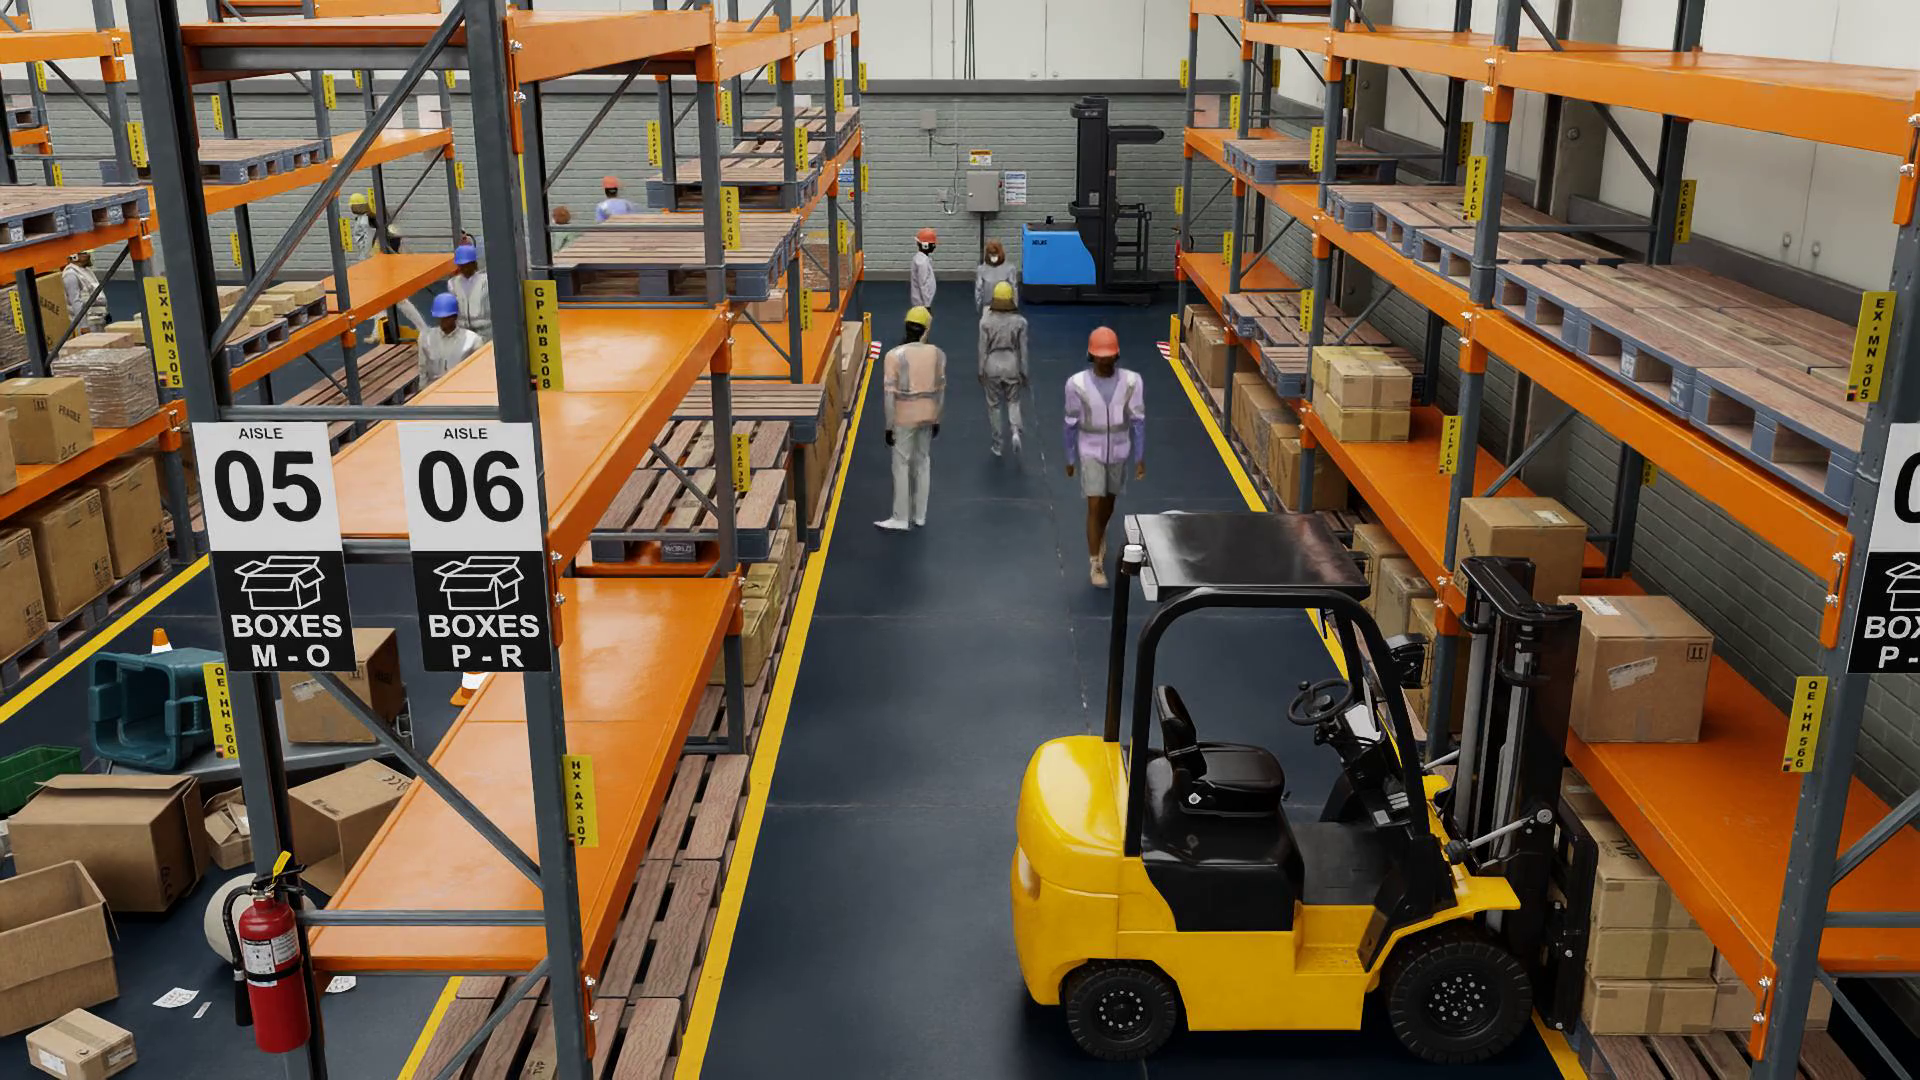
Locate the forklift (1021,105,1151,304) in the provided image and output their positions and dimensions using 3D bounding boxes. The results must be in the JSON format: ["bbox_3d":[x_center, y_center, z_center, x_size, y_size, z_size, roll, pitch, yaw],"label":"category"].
[{"bbox_3d":[1.857,-4.944,24.441,1.873,2.768,1.129,0,18,0],"label":"forklift"}]

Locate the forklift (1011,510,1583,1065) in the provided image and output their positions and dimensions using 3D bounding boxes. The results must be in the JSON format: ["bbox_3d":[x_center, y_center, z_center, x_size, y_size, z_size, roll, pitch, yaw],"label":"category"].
[{"bbox_3d":[1.387,1.055,7.378,2.313,2.155,1.214,0,18,0],"label":"forklift"}]

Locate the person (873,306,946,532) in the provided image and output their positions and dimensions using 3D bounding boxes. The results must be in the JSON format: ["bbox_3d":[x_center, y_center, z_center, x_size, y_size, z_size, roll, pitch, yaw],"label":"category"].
[{"bbox_3d":[-0.426,-1.022,14.156,0.718,1.879,0.481,-12,22,-33],"label":"person"}]

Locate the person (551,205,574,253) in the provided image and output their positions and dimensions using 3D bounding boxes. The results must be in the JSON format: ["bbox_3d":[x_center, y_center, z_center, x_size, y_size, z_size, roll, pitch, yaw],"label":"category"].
[{"bbox_3d":[-5.439,-3.820,23.024,0.368,1.614,0.515,0,18,1],"label":"person"}]

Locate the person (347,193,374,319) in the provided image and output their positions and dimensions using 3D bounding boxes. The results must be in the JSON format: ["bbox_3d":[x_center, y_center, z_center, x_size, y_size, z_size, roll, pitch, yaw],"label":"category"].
[{"bbox_3d":[-8.345,-3.977,23.300,0.308,1.741,0.494,-8,20,-22],"label":"person"}]

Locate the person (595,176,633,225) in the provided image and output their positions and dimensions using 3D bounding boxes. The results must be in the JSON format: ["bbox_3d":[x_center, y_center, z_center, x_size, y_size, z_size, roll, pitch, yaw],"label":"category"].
[{"bbox_3d":[-5.014,-4.299,24.055,0.564,1.878,0.986,-12,22,-33],"label":"person"}]

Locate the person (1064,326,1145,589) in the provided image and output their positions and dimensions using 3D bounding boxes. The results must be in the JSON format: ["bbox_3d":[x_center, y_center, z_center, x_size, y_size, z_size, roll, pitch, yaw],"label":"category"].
[{"bbox_3d":[1.114,-0.711,13.030,0.608,2.005,1.000,-2,18,-6],"label":"person"}]

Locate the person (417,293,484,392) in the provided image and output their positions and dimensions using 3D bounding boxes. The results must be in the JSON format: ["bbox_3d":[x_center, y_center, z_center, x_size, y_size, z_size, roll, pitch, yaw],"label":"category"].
[{"bbox_3d":[-4.463,-1.195,14.595,0.646,1.921,0.769,0,18,0],"label":"person"}]

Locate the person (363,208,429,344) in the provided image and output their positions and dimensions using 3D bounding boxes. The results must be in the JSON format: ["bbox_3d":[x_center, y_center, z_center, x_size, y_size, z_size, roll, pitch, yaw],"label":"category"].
[{"bbox_3d":[-7.367,-3.454,21.641,0.836,1.802,0.641,-13,22,-35],"label":"person"}]

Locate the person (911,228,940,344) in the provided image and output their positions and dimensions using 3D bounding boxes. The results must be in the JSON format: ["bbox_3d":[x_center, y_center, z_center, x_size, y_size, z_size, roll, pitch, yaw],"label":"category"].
[{"bbox_3d":[-0.417,-2.864,19.945,0.362,1.742,0.561,0,18,-1],"label":"person"}]

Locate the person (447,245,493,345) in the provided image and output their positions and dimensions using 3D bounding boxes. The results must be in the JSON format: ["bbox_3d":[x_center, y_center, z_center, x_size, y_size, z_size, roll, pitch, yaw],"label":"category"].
[{"bbox_3d":[-5.116,-2.161,17.571,0.619,1.896,0.990,2,18,7],"label":"person"}]

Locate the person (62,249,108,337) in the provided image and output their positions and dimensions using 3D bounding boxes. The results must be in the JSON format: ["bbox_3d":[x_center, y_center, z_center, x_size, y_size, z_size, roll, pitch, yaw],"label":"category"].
[{"bbox_3d":[-9.750,-2.478,18.625,0.404,1.833,0.590,-5,19,-13],"label":"person"}]

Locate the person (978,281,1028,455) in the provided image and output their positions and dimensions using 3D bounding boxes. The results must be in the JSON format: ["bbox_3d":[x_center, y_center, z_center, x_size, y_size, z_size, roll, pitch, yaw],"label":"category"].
[{"bbox_3d":[0.418,-1.667,16.343,0.490,1.728,0.429,-2,18,-6],"label":"person"}]

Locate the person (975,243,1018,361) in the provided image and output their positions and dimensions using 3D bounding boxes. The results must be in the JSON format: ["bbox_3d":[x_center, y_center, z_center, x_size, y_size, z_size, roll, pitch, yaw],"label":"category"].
[{"bbox_3d":[0.434,-2.729,19.771,0.512,1.586,0.865,0,18,0],"label":"person"}]
